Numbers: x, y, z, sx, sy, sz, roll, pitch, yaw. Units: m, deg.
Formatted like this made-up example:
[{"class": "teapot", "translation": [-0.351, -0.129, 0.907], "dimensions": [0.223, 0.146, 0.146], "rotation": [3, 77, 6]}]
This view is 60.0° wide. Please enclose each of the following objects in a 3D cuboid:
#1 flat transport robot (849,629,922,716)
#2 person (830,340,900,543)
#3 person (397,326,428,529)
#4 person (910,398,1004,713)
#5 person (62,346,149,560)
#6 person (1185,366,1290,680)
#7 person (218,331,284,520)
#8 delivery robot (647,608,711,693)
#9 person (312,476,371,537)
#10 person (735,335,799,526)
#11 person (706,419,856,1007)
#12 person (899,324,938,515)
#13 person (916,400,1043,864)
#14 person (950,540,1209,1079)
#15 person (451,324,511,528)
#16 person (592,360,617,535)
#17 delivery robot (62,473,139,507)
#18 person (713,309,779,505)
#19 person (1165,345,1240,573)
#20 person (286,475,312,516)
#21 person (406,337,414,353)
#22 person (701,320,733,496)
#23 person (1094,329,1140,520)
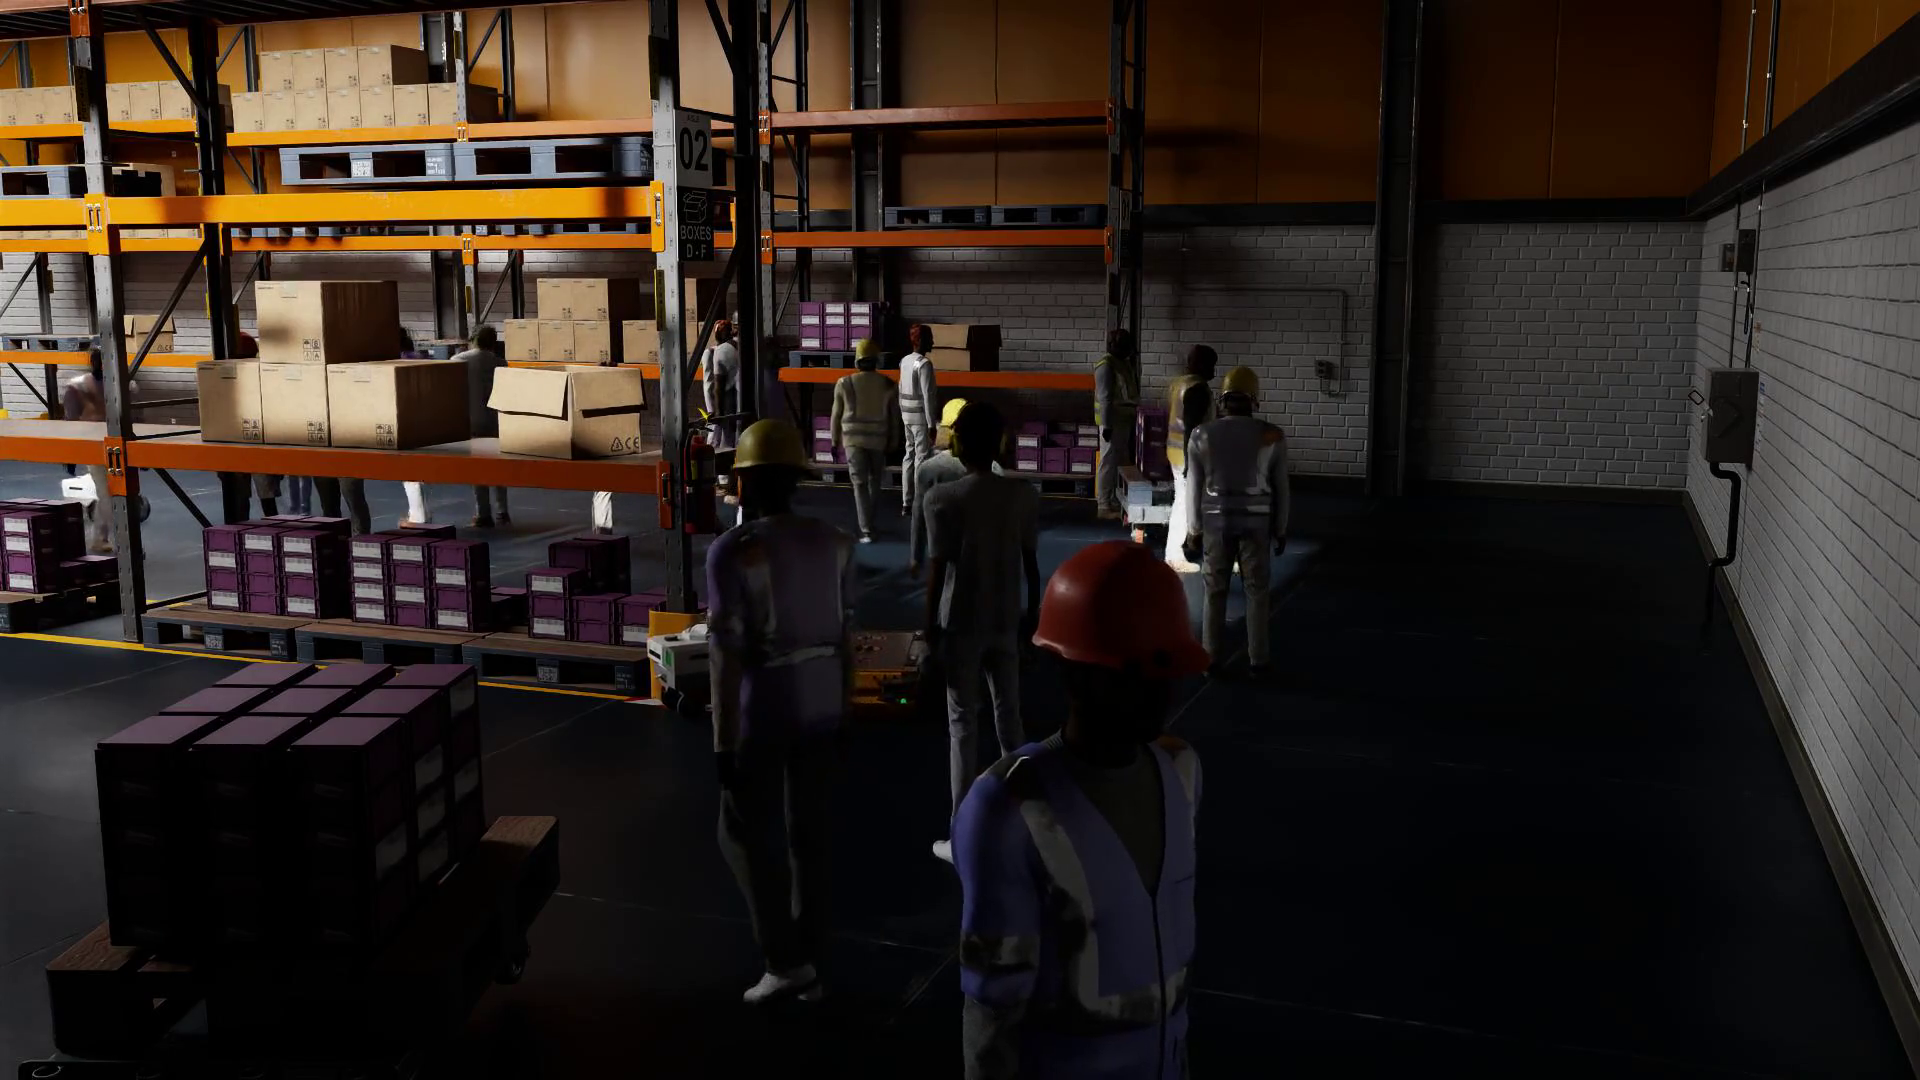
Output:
[{"class": "flat transport robot", "translation": [-0.542, 0.727, 9.431], "dimensions": [0.652, 0.197, 1.431], "rotation": [0, 9, 2]}, {"class": "person", "translation": [-0.854, -0.890, 14.868], "dimensions": [0.591, 1.787, 0.947], "rotation": [-3, 9, -16]}, {"class": "person", "translation": [-5.123, -1.023, 15.282], "dimensions": [0.567, 1.916, 0.664], "rotation": [2, 9, 13]}, {"class": "person", "translation": [0.004, 0.087, 8.961], "dimensions": [0.493, 1.702, 0.895], "rotation": [-2, 9, -14]}, {"class": "person", "translation": [-7.125, -0.738, 13.917], "dimensions": [0.977, 1.788, 0.629], "rotation": [6, 11, 31]}, {"class": "person", "translation": [1.616, -0.096, 9.712], "dimensions": [0.599, 1.830, 0.403], "rotation": [2, 9, 12]}, {"class": "person", "translation": [-5.466, -0.637, 12.799], "dimensions": [0.548, 1.931, 0.379], "rotation": [0, 9, 3]}, {"class": "delivery robot", "translation": [-1.316, 0.609, 8.986], "dimensions": [0.707, 0.478, 0.477], "rotation": [-5, 10, -29]}, {"class": "person", "translation": [-4.899, -0.688, 13.097], "dimensions": [0.632, 1.940, 0.372], "rotation": [2, 9, 14]}, {"class": "person", "translation": [-1.482, -0.734, 13.595], "dimensions": [0.951, 1.859, 0.681], "rotation": [-4, 10, -26]}, {"class": "person", "translation": [-0.586, 0.560, 5.400], "dimensions": [0.608, 1.892, 0.507], "rotation": [-8, 12, -42]}, {"class": "person", "translation": [-0.389, -1.152, 16.184], "dimensions": [0.341, 1.882, 0.587], "rotation": [-5, 10, -28]}, {"class": "person", "translation": [0.079, 0.379, 6.632], "dimensions": [0.534, 1.864, 0.310], "rotation": [-4, 10, -22]}, {"class": "person", "translation": [0.239, 0.953, 2.795], "dimensions": [0.549, 1.936, 0.377], "rotation": [-9, 13, -44]}, {"class": "person", "translation": [-4.457, -1.047, 15.548], "dimensions": [0.371, 1.914, 0.672], "rotation": [7, 12, 38]}, {"class": "person", "translation": [-3.004, -0.701, 14.111], "dimensions": [0.314, 1.641, 0.515], "rotation": [-2, 9, -15]}, {"class": "delivery robot", "translation": [-8.156, -0.472, 15.778], "dimensions": [0.707, 0.478, 0.477], "rotation": [4, 10, 24]}, {"class": "person", "translation": [-2.233, -1.389, 17.178], "dimensions": [0.684, 2.000, 0.536], "rotation": [-4, 10, -22]}, {"class": "person", "translation": [1.955, -0.628, 13.159], "dimensions": [0.734, 1.801, 0.691], "rotation": [0, 9, -2]}, {"class": "person", "translation": [-6.079, -0.969, 15.429], "dimensions": [0.553, 1.743, 0.668], "rotation": [-7, 12, -39]}, {"class": "person", "translation": [-6.729, -1.758, 19.669], "dimensions": [0.608, 1.987, 0.388], "rotation": [-3, 10, -21]}, {"class": "person", "translation": [-2.547, -1.420, 17.875], "dimensions": [0.356, 1.882, 0.573], "rotation": [5, 10, 27]}, {"class": "person", "translation": [1.526, -1.126, 16.156], "dimensions": [0.429, 1.842, 0.632], "rotation": [4, 10, 23]}]
